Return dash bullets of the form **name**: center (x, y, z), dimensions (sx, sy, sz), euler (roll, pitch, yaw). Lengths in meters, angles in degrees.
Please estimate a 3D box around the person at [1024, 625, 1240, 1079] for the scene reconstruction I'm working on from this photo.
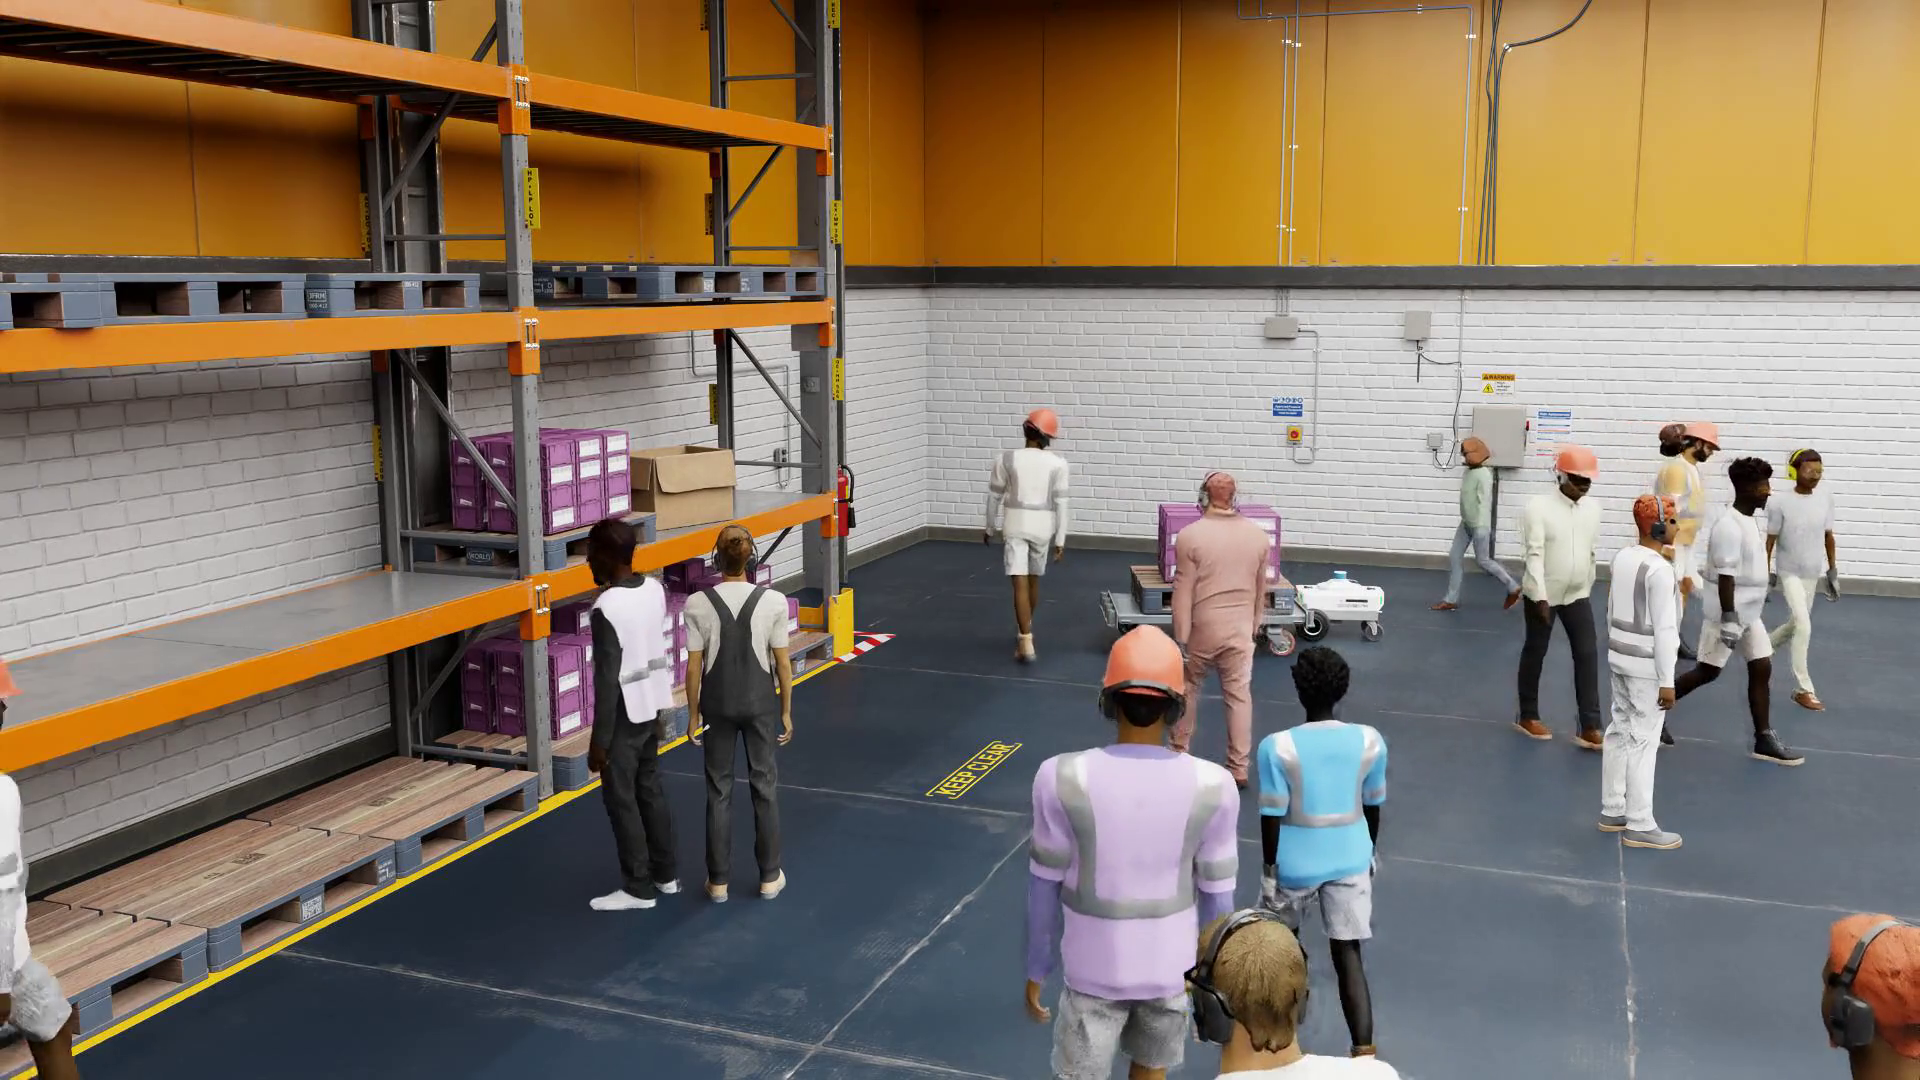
- **person**: center (0.506, 1.262, 4.867), dimensions (0.615, 2.022, 0.752), euler (0, 9, -3)

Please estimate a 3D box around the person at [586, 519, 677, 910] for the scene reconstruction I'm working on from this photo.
- **person**: center (-1.553, 0.836, 7.959), dimensions (0.370, 1.893, 0.708), euler (3, 9, 16)

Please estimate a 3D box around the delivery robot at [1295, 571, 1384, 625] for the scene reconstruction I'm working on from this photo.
- **delivery robot**: center (3.174, 0.504, 13.911), dimensions (0.707, 0.478, 0.477), euler (1, 9, 6)

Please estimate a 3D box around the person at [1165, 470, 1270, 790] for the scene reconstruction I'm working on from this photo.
- **person**: center (1.492, 0.514, 10.012), dimensions (0.675, 1.873, 0.861), euler (-3, 10, -20)

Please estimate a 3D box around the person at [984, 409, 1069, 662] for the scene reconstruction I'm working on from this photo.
- **person**: center (0.548, -0.045, 13.233), dimensions (0.637, 1.975, 1.029), euler (-1, 9, -8)

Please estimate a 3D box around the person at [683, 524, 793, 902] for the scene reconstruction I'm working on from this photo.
- **person**: center (-1.069, 0.838, 8.063), dimensions (0.513, 1.845, 0.335), euler (-1, 9, -8)

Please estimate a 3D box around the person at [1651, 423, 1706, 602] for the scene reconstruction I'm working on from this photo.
- **person**: center (6.092, -0.088, 14.006), dimensions (0.632, 1.806, 0.663), euler (8, 12, 40)

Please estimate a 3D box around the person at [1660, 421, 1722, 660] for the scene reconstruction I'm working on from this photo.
- **person**: center (5.623, -0.008, 13.230), dimensions (0.666, 1.890, 0.624), euler (8, 12, 42)

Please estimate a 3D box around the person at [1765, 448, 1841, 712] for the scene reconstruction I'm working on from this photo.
- **person**: center (5.969, 0.236, 11.907), dimensions (0.528, 1.834, 0.894), euler (-2, 9, -11)

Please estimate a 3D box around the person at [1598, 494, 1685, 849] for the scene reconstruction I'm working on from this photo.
- **person**: center (3.650, 0.691, 8.875), dimensions (0.356, 1.883, 0.572), euler (-1, 9, -5)

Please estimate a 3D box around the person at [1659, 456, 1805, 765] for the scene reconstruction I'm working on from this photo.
- **person**: center (4.806, 0.418, 10.458), dimensions (0.961, 1.934, 0.604), euler (8, 12, 41)

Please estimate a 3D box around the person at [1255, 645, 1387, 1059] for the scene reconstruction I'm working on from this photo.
- **person**: center (1.367, 1.223, 6.255), dimensions (0.531, 1.665, 0.867), euler (-1, 9, -8)

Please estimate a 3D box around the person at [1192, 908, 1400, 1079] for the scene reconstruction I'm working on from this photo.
- **person**: center (0.542, 1.597, 3.179), dimensions (0.646, 1.888, 0.994), euler (-3, 10, -19)

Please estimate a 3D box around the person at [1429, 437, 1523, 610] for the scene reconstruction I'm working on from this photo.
- **person**: center (4.696, -0.135, 14.977), dimensions (0.776, 1.598, 0.503), euler (-1, 9, -6)

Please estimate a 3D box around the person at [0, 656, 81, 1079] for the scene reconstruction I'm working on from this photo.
- **person**: center (-3.043, 1.247, 5.300), dimensions (0.568, 1.899, 0.887), euler (3, 10, 20)

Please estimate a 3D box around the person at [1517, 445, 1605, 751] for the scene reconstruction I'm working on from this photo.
- **person**: center (3.890, 0.378, 10.608), dimensions (0.605, 1.949, 0.913), euler (-2, 9, -13)

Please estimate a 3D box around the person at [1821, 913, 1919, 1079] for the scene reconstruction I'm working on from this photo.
- **person**: center (1.679, 1.611, 3.092), dimensions (0.584, 1.882, 0.337), euler (-5, 10, -27)
